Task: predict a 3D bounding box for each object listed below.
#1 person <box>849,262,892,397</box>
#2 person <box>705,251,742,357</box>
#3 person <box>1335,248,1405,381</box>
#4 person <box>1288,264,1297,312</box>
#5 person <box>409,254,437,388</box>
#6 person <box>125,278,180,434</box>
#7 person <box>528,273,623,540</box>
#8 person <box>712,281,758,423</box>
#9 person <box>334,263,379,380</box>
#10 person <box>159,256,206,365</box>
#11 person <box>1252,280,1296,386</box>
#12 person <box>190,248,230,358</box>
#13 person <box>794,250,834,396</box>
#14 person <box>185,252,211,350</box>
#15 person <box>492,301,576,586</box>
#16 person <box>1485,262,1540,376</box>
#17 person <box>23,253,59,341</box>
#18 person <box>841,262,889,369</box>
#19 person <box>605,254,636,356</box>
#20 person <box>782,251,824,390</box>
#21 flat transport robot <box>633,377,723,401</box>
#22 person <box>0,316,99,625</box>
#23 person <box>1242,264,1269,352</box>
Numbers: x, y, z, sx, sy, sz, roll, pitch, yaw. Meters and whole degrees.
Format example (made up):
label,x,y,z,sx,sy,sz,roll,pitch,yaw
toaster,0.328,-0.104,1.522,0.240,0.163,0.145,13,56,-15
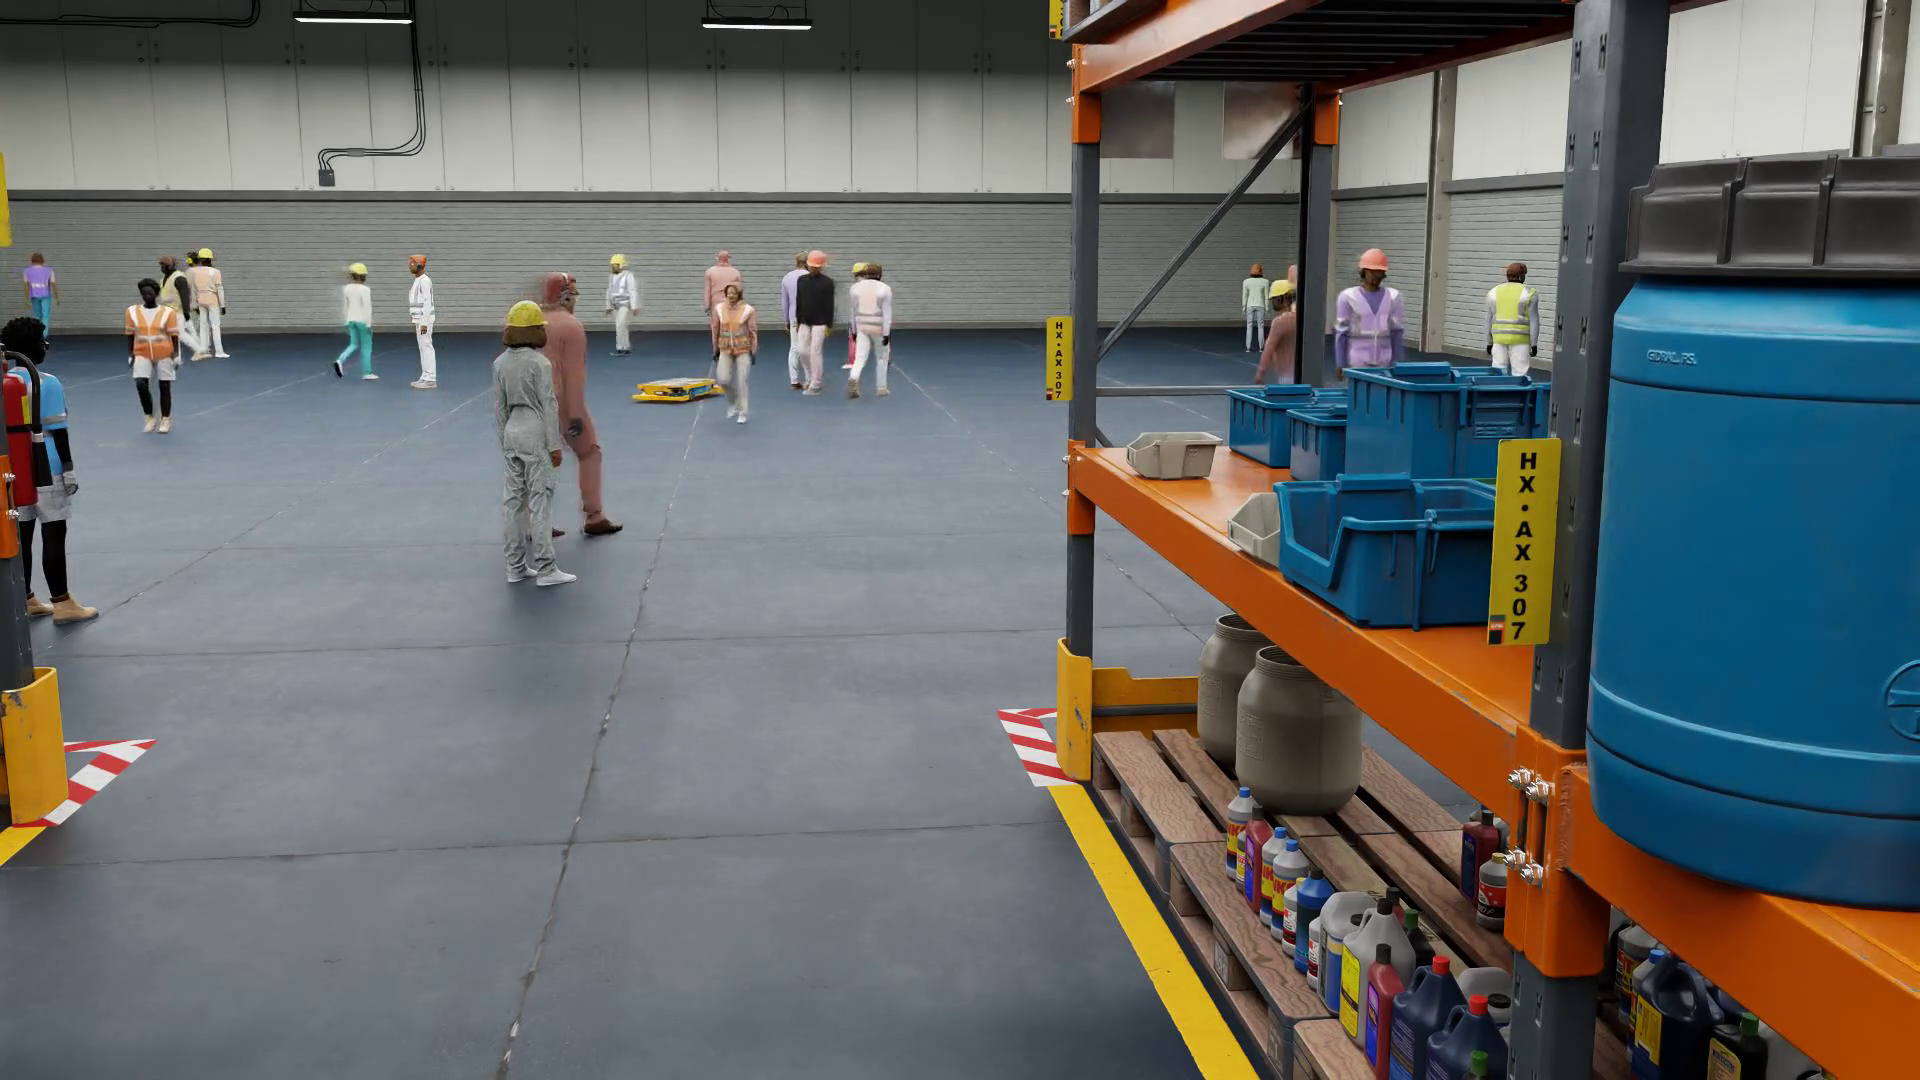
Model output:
label,x,y,z,sx,sy,sz,roll,pitch,yaw
person,-1.200,-2.787,22.116,0.622,1.809,0.862,3,11,18
person,-4.168,-4.145,29.313,0.669,1.887,0.446,-3,11,-14
person,3.796,-1.667,15.369,0.619,2.028,0.442,-1,10,-5
person,6.151,-4.293,29.889,0.644,1.965,0.659,6,12,28
person,-7.619,-3.090,23.547,0.356,1.883,0.573,-5,12,-27
person,-8.705,-1.973,17.947,0.557,1.677,0.526,-3,11,-16
person,-2.779,-0.947,11.832,0.652,1.873,0.797,7,13,34
person,-2.575,-2.140,19.018,0.559,1.621,0.395,2,10,9
person,-8.989,-3.237,24.713,0.531,1.755,0.605,6,12,28
person,-12.974,-3.802,27.630,0.671,1.820,0.554,8,13,38
person,2.939,-1.517,15.321,0.784,1.720,0.547,7,12,33
person,-13.241,-4.169,29.329,0.587,1.930,0.359,1,10,7
person,-1.987,-2.911,22.367,0.661,1.953,0.427,7,12,32
person,-14.450,-4.503,31.390,0.593,1.849,0.540,4,11,19
person,-2.636,-0.593,10.235,0.484,1.745,0.298,6,12,31
person,6.410,-2.294,19.295,0.634,1.841,0.429,9,13,40
person,-18.927,-4.999,34.245,0.585,1.809,0.958,-4,11,-20
person,-1.520,-3.585,26.685,0.863,1.735,0.536,8,13,38
person,-6.143,-4.180,29.702,0.626,1.806,0.743,8,13,37
person,-2.184,-3.045,23.153,0.631,1.936,0.362,6,12,30
flat transport robot,-3.711,-1.996,21.971,0.652,0.197,1.431,3,11,15
person,-5.096,-0.378,9.183,0.530,1.697,0.321,4,11,20
person,5.487,-4.299,30.856,0.499,1.634,0.278,3,11,15
